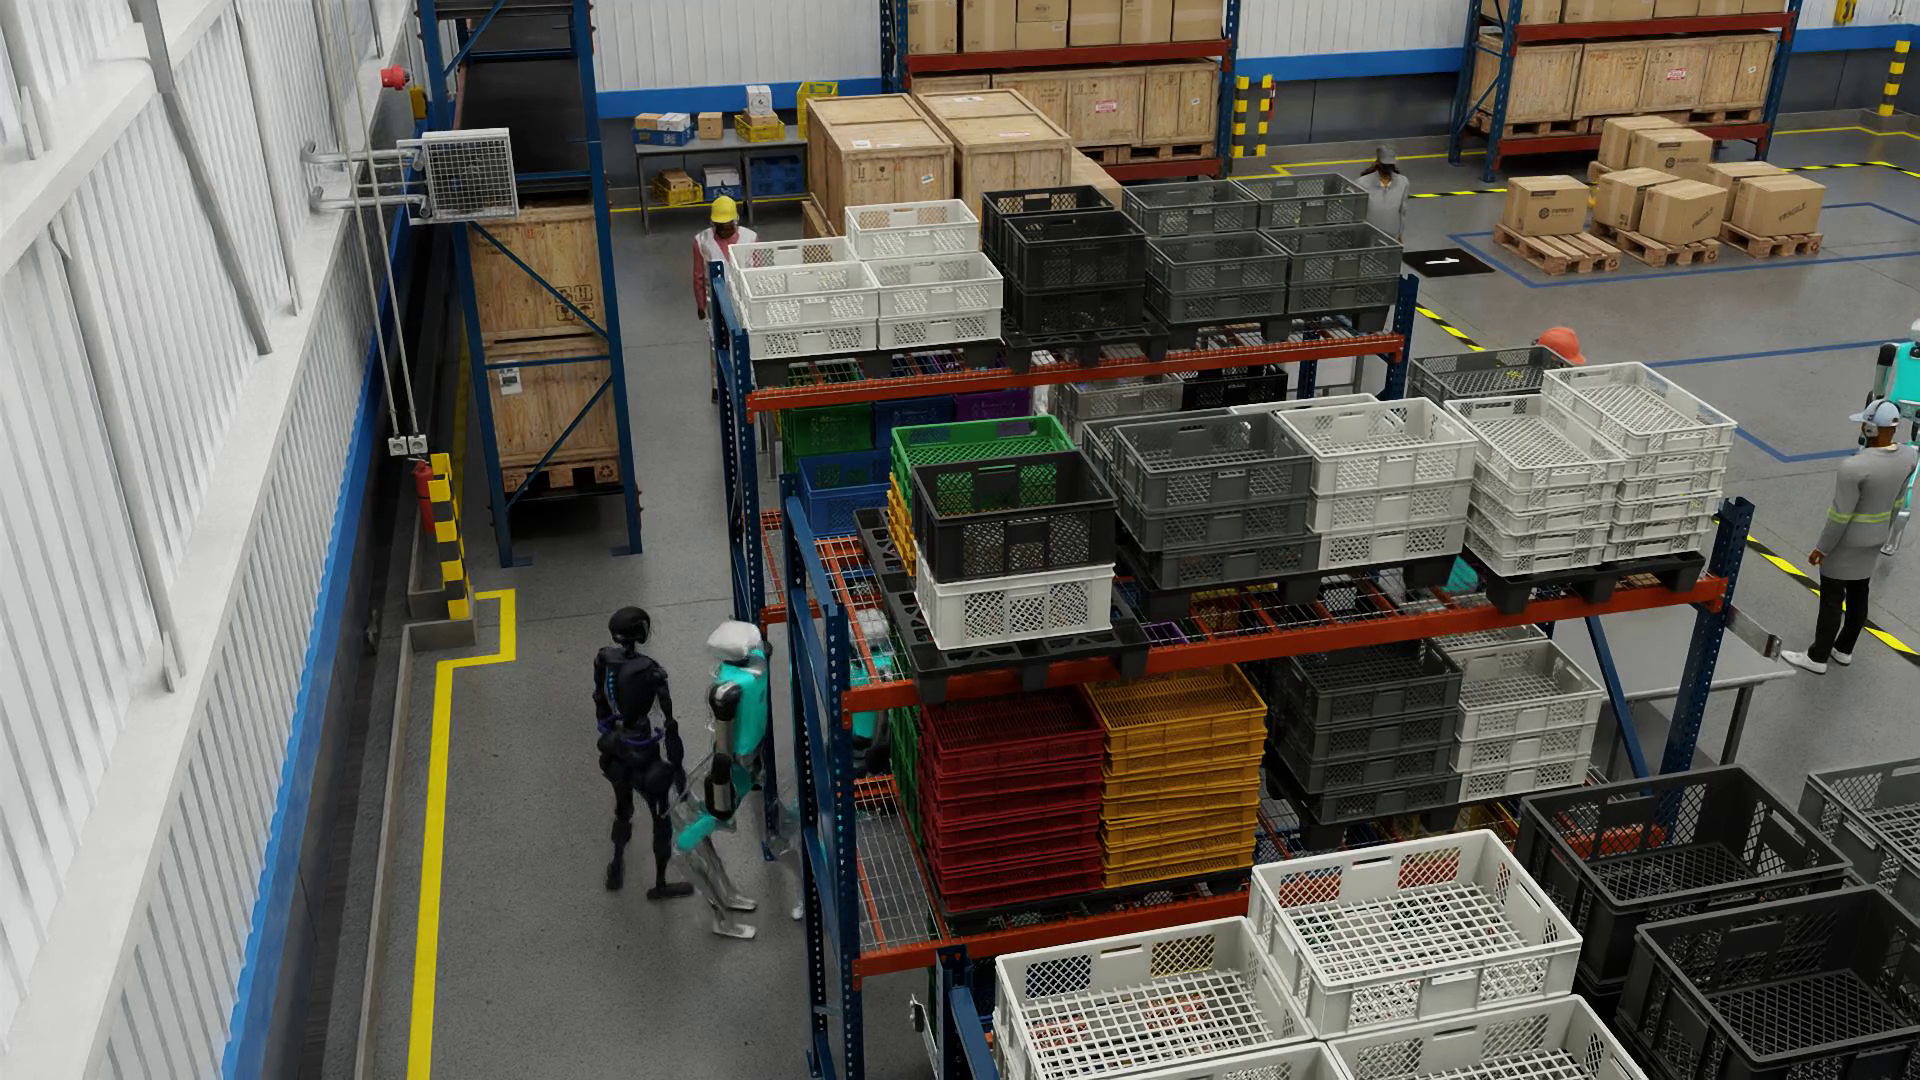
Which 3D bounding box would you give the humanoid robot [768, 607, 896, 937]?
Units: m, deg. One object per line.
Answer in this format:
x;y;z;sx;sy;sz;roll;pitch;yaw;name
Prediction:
-0.691;1.194;8.192;0.842;1.747;0.558;-11;30;-19;humanoid robot

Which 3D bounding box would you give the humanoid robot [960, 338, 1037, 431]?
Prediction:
0.298;-0.503;11.321;0.531;1.690;0.733;-4;28;-7;humanoid robot

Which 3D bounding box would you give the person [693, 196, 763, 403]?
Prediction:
-1.976;-2.066;14.291;0.594;1.828;0.403;-6;28;-12;person

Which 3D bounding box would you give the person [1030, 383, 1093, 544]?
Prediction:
0.589;-0.100;10.494;0.639;1.905;0.425;-6;28;-11;person

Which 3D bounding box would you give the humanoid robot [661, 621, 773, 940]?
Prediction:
-1.249;1.168;8.219;0.675;1.765;0.531;7;29;14;humanoid robot

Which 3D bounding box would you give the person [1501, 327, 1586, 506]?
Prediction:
3.795;-0.453;11.020;0.407;2.035;0.607;18;33;30;person

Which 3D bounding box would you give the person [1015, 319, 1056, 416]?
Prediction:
0.564;-1.260;12.703;0.337;1.884;0.581;4;28;7;person

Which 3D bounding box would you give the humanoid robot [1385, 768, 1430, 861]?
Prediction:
2.177;1.110;8.452;0.737;1.631;0.602;-6;28;-11;humanoid robot

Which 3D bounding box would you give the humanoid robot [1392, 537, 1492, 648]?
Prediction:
2.704;0.355;9.841;0.532;1.778;1.016;-9;29;-16;humanoid robot

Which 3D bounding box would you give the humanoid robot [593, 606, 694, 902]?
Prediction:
-1.657;1.091;8.471;0.599;1.645;0.364;18;32;30;humanoid robot

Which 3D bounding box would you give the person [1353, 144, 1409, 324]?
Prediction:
4.002;-2.937;16.007;0.571;1.769;0.399;-4;28;-7;person

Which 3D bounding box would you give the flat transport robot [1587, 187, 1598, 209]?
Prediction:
8.146;-4.059;19.717;1.431;0.197;0.652;-6;28;-12;flat transport robot

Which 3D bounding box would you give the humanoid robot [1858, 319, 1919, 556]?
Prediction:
6.532;-0.648;11.556;0.533;1.677;0.735;14;31;24;humanoid robot

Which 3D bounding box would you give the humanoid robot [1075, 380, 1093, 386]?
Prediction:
0.821;-0.366;11.263;0.594;1.657;0.614;-15;31;-27;humanoid robot

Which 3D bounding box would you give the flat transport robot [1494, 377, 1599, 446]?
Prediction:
4.780;-1.036;14.013;0.659;0.231;1.431;-6;28;-12;flat transport robot

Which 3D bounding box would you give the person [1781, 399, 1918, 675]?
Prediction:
5.565;-0.021;10.394;0.586;1.848;0.391;-12;30;-21;person
